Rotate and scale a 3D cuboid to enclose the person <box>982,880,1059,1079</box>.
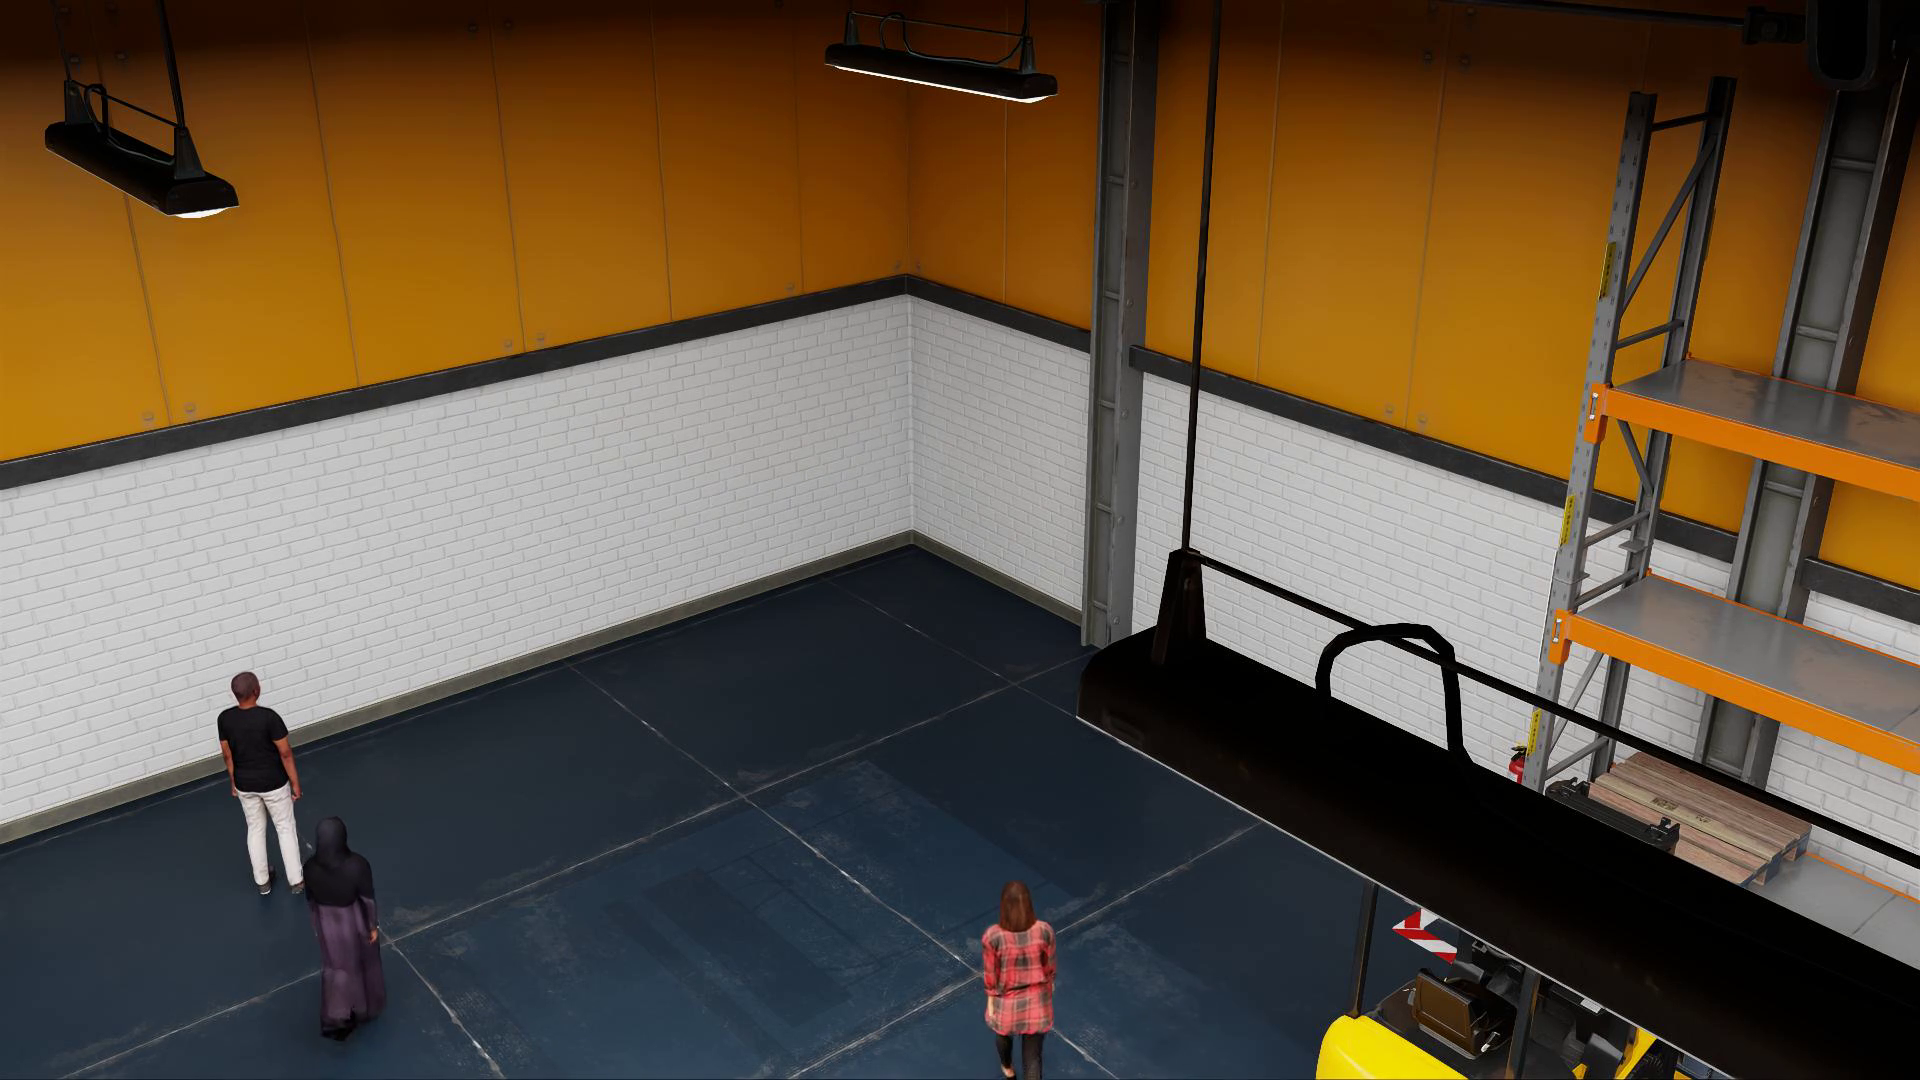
[{"bbox_3d":[0.377,2.831,9.983,1.049,1.665,1.159,0,24,-1],"label":"person"}]

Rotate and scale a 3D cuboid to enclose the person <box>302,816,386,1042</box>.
[{"bbox_3d":[-4.010,2.525,10.760,0.879,1.604,1.005,-2,24,-6],"label":"person"}]

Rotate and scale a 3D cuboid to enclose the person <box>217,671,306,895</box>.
[{"bbox_3d":[-5.121,1.785,12.203,0.756,1.804,0.801,0,24,1],"label":"person"}]
